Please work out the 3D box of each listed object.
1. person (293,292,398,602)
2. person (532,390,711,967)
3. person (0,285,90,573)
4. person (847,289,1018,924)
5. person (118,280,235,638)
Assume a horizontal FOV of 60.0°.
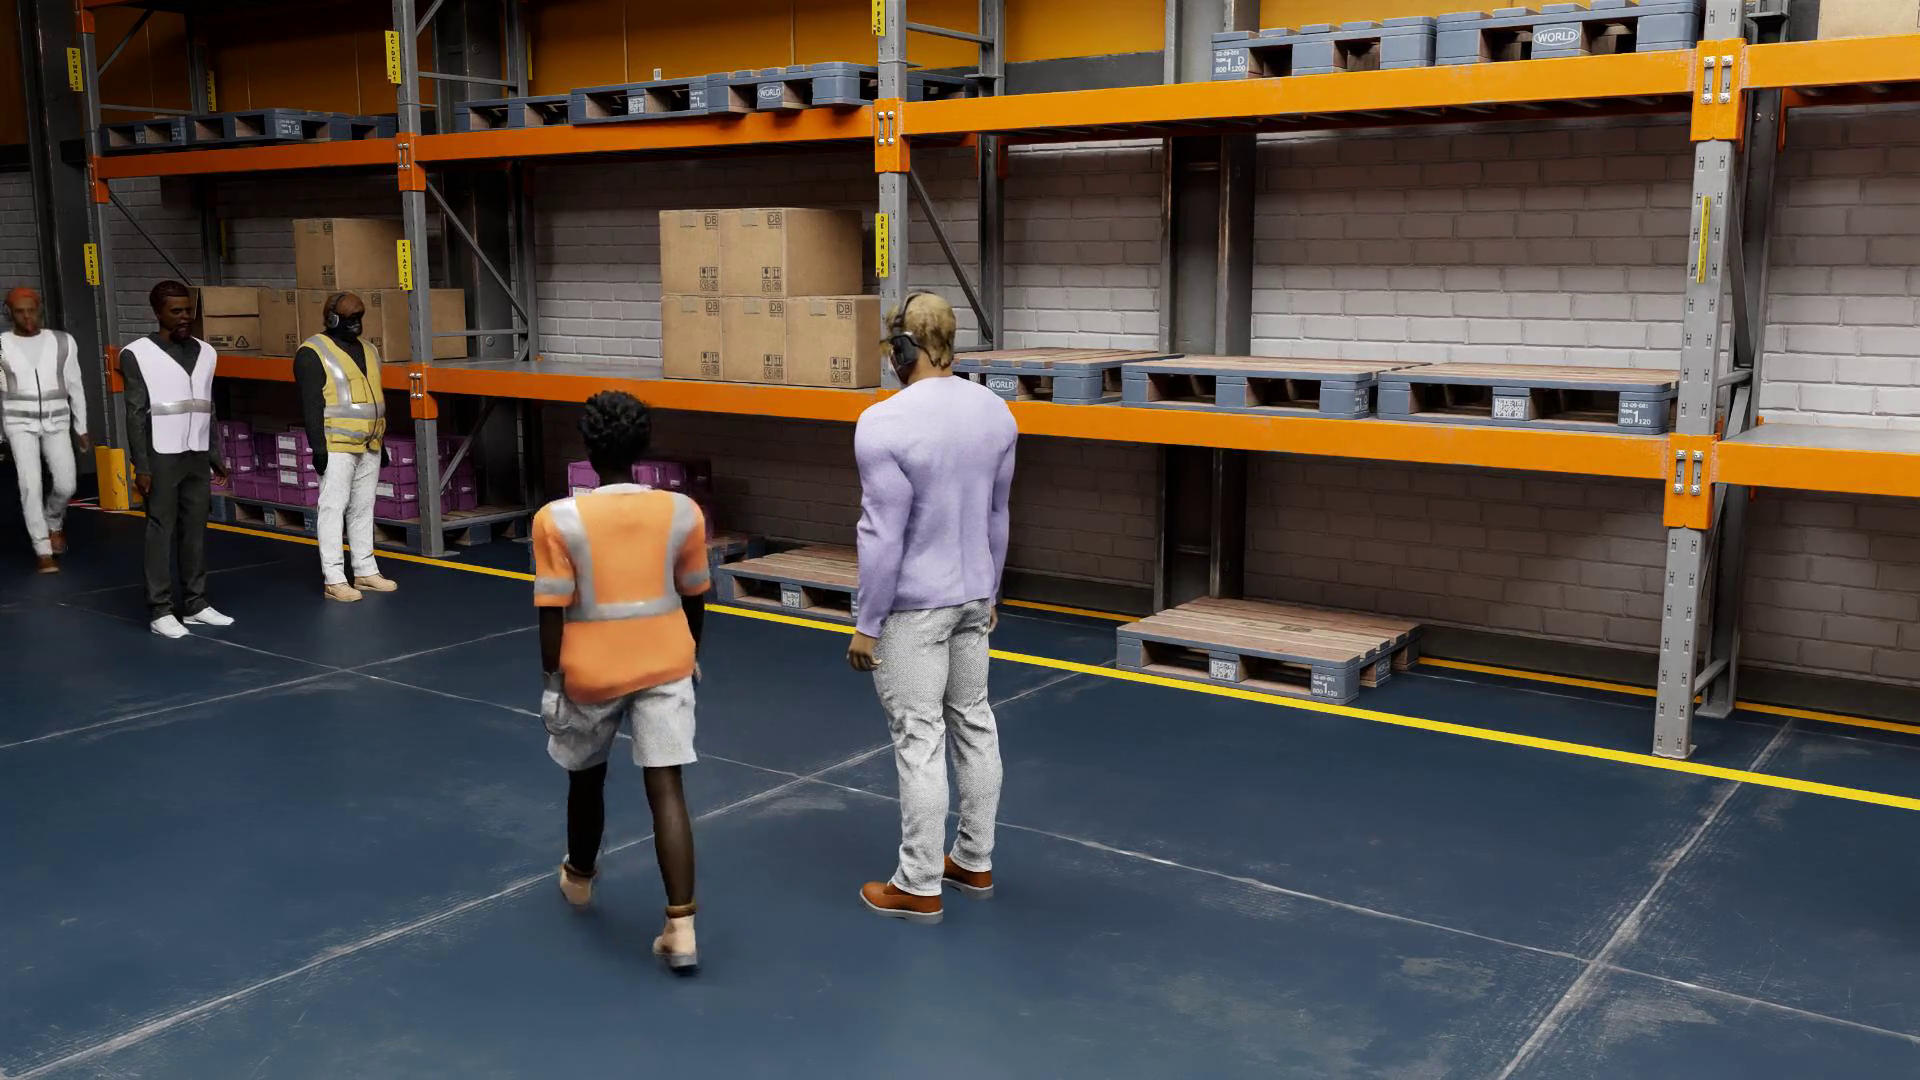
[{"bbox_3d":[-3.668,-0.564,10.004,0.429,1.841,0.625,4,10,20],"label":"person"},{"bbox_3d":[-0.979,0.386,4.900,0.548,1.649,0.884,-5,11,-25],"label":"person"},{"bbox_3d":[-6.055,-0.730,10.896,0.603,1.868,0.547,-8,12,-38],"label":"person"},{"bbox_3d":[-0.094,0.207,5.115,0.373,1.938,0.627,9,13,41],"label":"person"},{"bbox_3d":[-4.267,-0.446,9.058,0.391,1.918,0.590,4,10,22],"label":"person"}]
